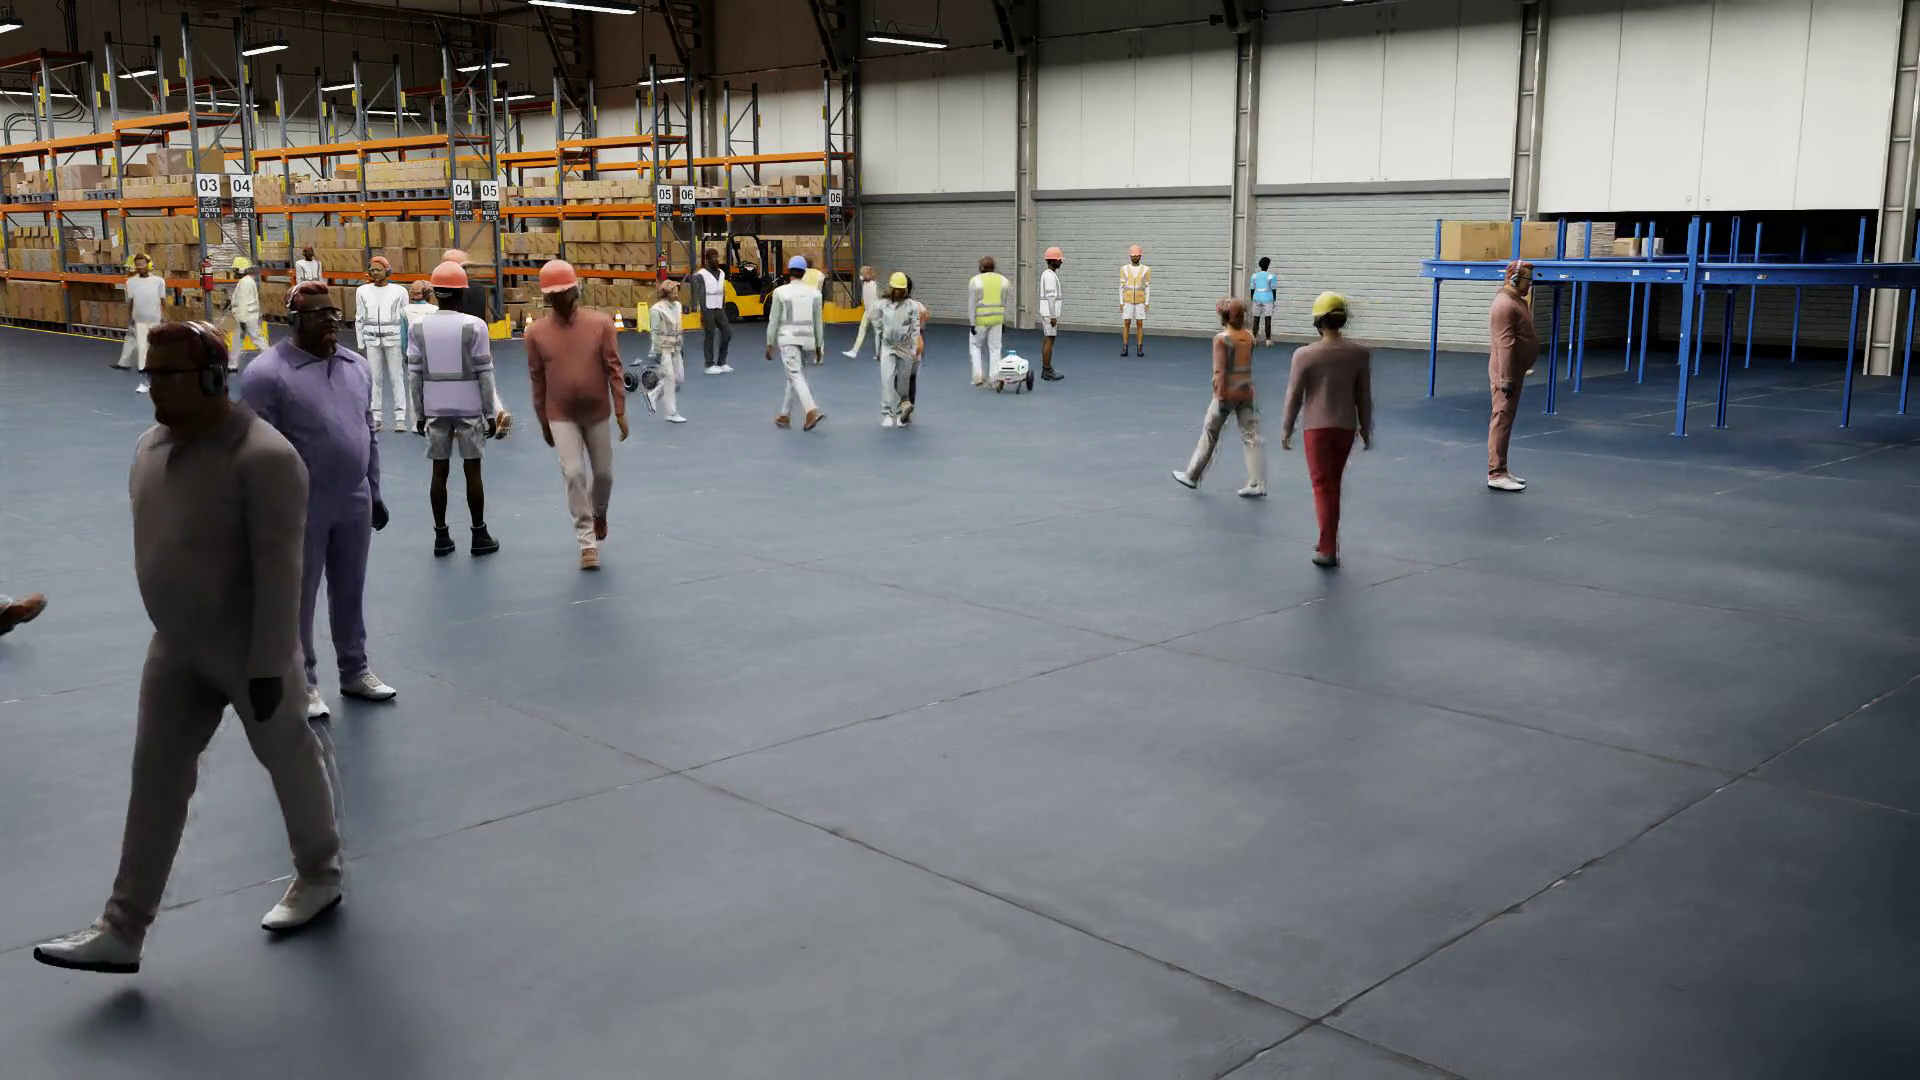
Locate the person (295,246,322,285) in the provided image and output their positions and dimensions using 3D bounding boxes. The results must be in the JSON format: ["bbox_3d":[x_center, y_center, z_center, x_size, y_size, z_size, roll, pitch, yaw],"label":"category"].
[{"bbox_3d":[-13.823,-5.306,35.394,0.355,1.882,0.575,10,14,42],"label":"person"}]

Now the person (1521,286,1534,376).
[{"bbox_3d":[8.544,-3.436,25.310,0.348,1.842,0.505,-2,11,-9],"label":"person"}]

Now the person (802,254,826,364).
[{"bbox_3d":[-2.543,-3.845,27.698,0.657,1.786,0.971,-5,12,-28],"label":"person"}]

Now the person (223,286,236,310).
[{"bbox_3d":[-17.173,-6.026,39.254,0.748,1.913,0.543,8,13,37],"label":"person"}]

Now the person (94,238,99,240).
[{"bbox_3d":[-20.620,-6.202,39.841,0.614,2.040,0.390,-2,11,-11],"label":"person"}]

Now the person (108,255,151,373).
[{"bbox_3d":[-12.708,-3.461,25.569,0.882,1.791,0.616,0,10,-2],"label":"person"}]

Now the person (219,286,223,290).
[{"bbox_3d":[-20.602,-7.312,46.418,0.936,1.864,0.557,0,10,-1],"label":"person"}]

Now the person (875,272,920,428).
[{"bbox_3d":[-0.690,-2.068,18.226,0.494,1.701,0.828,0,10,0],"label":"person"}]

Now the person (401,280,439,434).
[{"bbox_3d":[-5.715,-1.948,17.751,0.520,1.636,0.312,3,11,17],"label":"person"}]

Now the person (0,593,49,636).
[{"bbox_3d":[-5.324,-0.390,8.583,0.995,1.892,0.645,-6,12,-28],"label":"person"}]

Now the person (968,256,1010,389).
[{"bbox_3d":[0.367,-3.016,23.068,0.622,1.824,0.564,-4,11,-19],"label":"person"}]

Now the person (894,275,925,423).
[{"bbox_3d":[-0.583,-2.144,18.712,0.536,1.684,0.610,-7,13,-34],"label":"person"}]

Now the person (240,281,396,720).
[{"bbox_3d":[-2.823,-0.187,7.403,0.407,1.913,0.641,6,12,31],"label":"person"}]

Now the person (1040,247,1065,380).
[{"bbox_3d":[1.366,-3.344,24.547,0.358,1.937,0.549,-1,10,-3],"label":"person"}]

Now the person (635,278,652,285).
[{"bbox_3d":[-7.766,-6.304,40.863,0.635,1.885,1.068,-10,14,-43],"label":"person"}]

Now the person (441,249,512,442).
[{"bbox_3d":[-5.046,-1.983,17.022,0.825,1.971,0.637,7,12,32],"label":"person"}]

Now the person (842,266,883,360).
[{"bbox_3d":[-1.600,-3.857,28.281,0.855,1.581,0.522,-4,11,-23],"label":"person"}]

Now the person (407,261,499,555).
[{"bbox_3d":[-3.356,-0.871,11.059,0.552,1.937,0.356,0,10,0],"label":"person"}]

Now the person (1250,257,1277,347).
[{"bbox_3d":[5.799,-4.551,31.785,0.536,1.697,0.318,5,12,27],"label":"person"}]

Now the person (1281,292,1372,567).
[{"bbox_3d":[2.334,-0.725,10.760,0.554,1.740,0.680,-3,11,-14],"label":"person"}]

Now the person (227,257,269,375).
[{"bbox_3d":[-10.868,-3.423,25.387,0.911,1.792,0.603,-4,11,-21],"label":"person"}]

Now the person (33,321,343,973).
[{"bbox_3d":[-2.206,0.315,4.788,0.673,1.855,0.960,4,11,23],"label":"person"}]

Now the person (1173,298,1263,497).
[{"bbox_3d":[2.168,-1.169,13.617,0.520,1.597,0.854,-8,13,-39],"label":"person"}]

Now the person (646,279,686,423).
[{"bbox_3d":[-3.361,-2.143,18.846,0.558,1.614,0.553,5,12,27],"label":"person"}]

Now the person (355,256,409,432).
[{"bbox_3d":[-6.240,-2.117,18.002,0.574,1.883,0.356,-1,10,-5],"label":"person"}]

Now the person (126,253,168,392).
[{"bbox_3d":[-11.016,-2.947,22.567,0.531,1.868,0.311,-3,11,-16],"label":"person"}]

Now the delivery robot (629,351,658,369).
[{"bbox_3d":[-4.205,-2.474,22.727,0.698,0.223,0.335,6,12,30],"label":"delivery robot"}]

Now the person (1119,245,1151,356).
[{"bbox_3d":[3.070,-4.208,29.256,0.543,1.939,0.356,1,10,5],"label":"person"}]

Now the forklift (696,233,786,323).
[{"bbox_3d":[-5.496,-6.489,41.108,2.313,2.155,1.214,-10,14,-44],"label":"forklift"}]

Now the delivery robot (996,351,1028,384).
[{"bbox_3d":[0.716,-2.341,22.711,0.477,0.478,0.707,2,11,12],"label":"delivery robot"}]

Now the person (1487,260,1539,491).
[{"bbox_3d":[4.625,-1.383,13.947,0.410,1.905,0.641,4,11,20],"label":"person"}]

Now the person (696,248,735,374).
[{"bbox_3d":[-3.732,-3.501,25.472,0.592,1.904,0.632,7,12,32],"label":"person"}]

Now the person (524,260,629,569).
[{"bbox_3d":[-2.473,-0.830,10.773,0.638,1.961,0.737,-3,11,-13],"label":"person"}]

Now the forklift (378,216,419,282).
[{"bbox_3d":[-17.868,-9.201,54.028,1.873,2.768,1.129,-10,14,-44],"label":"forklift"}]

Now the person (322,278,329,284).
[{"bbox_3d":[-17.207,-7.030,44.807,0.612,1.874,0.983,-9,14,-42],"label":"person"}]

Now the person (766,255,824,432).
[{"bbox_3d":[-1.755,-2.149,18.154,0.656,1.893,0.973,-7,13,-34],"label":"person"}]

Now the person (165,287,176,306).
[{"bbox_3d":[-20.462,-6.711,43.000,0.633,1.911,0.880,-8,13,-39],"label":"person"}]
